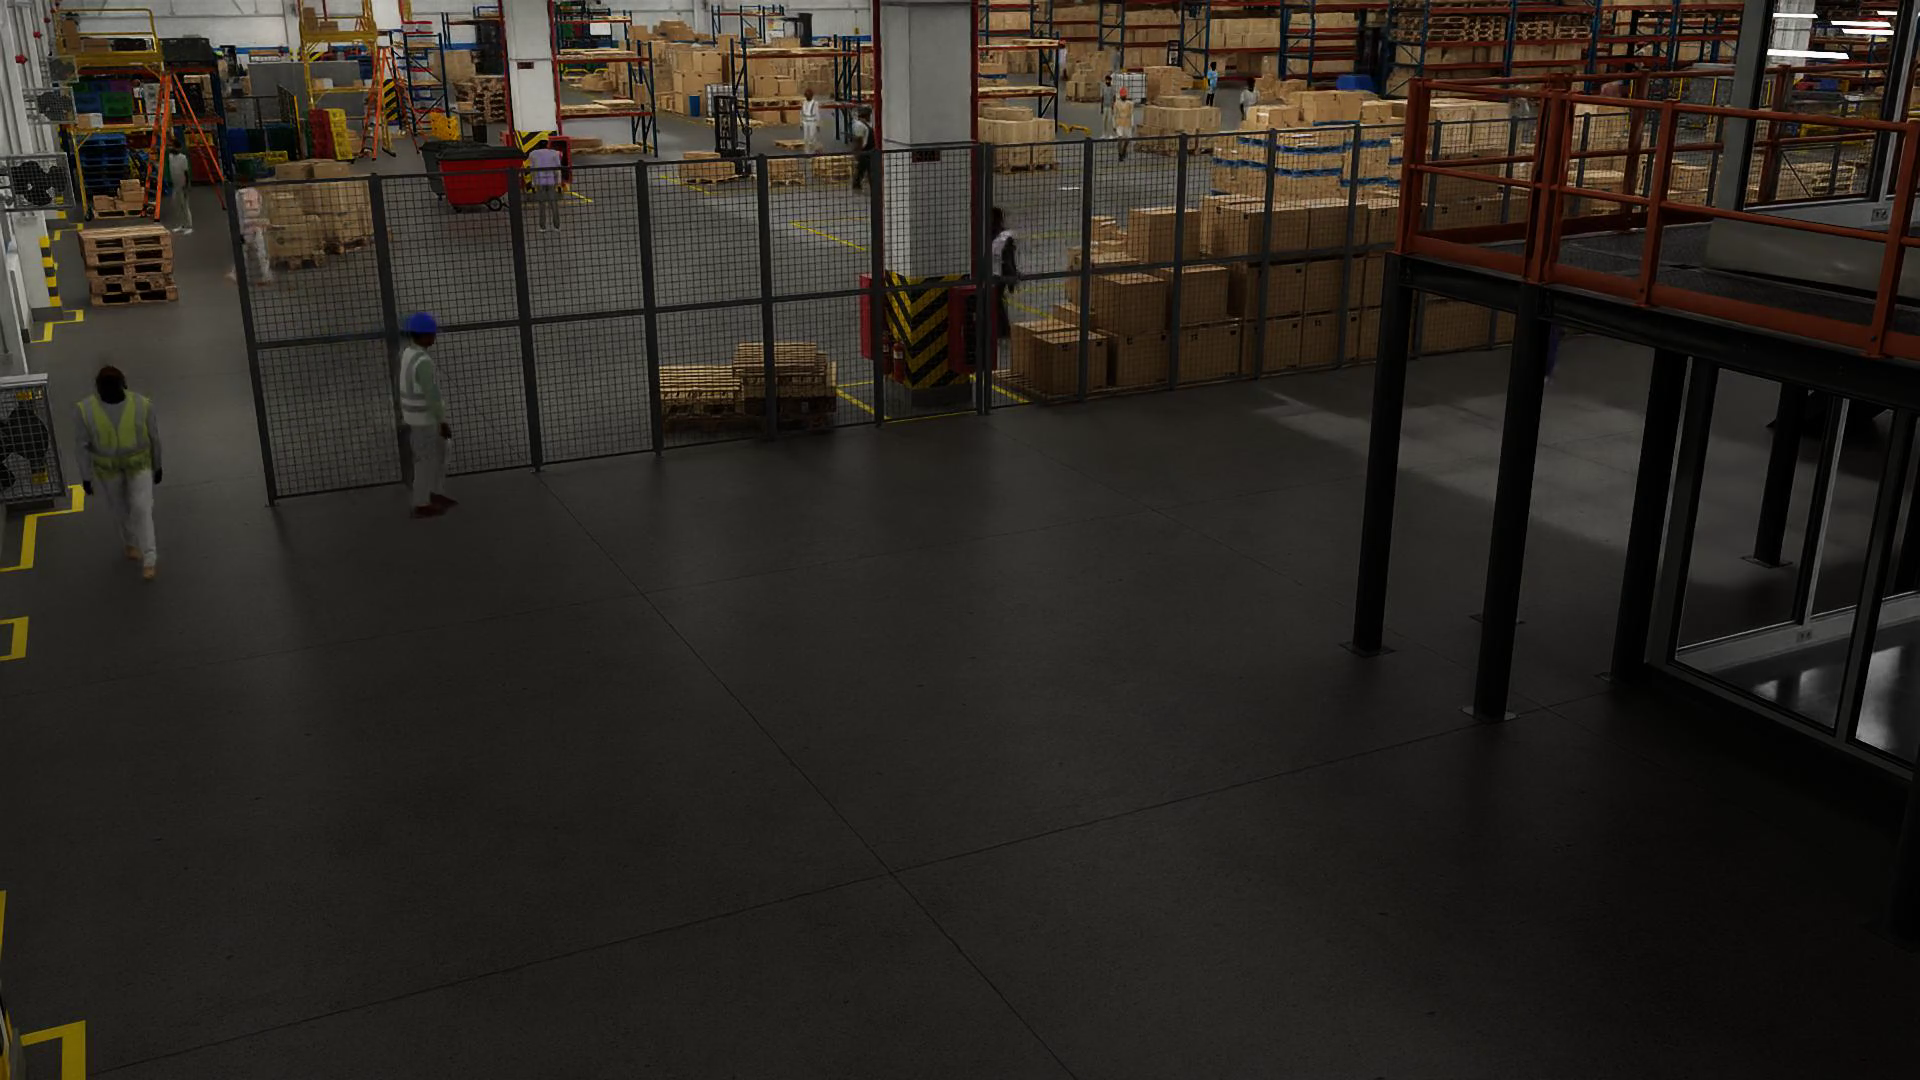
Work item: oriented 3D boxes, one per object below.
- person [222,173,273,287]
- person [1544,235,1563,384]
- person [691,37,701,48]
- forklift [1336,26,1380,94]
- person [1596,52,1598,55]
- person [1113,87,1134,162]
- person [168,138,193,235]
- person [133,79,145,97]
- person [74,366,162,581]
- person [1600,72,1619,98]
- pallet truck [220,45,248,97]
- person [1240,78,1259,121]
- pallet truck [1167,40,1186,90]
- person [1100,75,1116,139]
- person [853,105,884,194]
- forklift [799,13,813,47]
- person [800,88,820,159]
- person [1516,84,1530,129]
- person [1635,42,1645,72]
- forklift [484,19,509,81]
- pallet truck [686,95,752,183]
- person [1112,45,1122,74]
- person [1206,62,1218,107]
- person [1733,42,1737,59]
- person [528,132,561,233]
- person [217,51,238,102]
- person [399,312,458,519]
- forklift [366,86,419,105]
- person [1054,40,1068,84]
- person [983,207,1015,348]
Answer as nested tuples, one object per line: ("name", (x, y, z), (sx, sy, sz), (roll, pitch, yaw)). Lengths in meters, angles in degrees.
("person", (-11.531, -4.989, 26.762), (0.931, 1.796, 0.660), (8, 21, 22))
("person", (7.225, -2.840, 20.390), (0.462, 1.903, 0.591), (-11, 22, -28))
("person", (-11.764, -21.493, 74.403), (0.378, 1.937, 0.628), (-18, 26, -41))
("forklift", (15.069, -17.649, 61.831), (1.873, 2.768, 1.129), (-9, 21, -25))
("person", (27.468, -20.822, 72.500), (0.556, 1.902, 0.672), (-14, 24, -36))
("person", (4.321, -10.982, 43.952), (0.581, 1.920, 0.482), (0, 19, 0))
("person", (-14.954, -6.779, 31.907), (0.568, 1.835, 0.384), (9, 21, 23))
("person", (-25.351, -13.404, 51.414), (0.527, 1.630, 0.321), (6, 20, 18))
("person", (-7.092, -0.607, 14.085), (0.630, 1.799, 0.971), (-8, 21, -22))
("person", (20.564, -13.916, 52.713), (0.559, 1.740, 0.555), (3, 19, 7))
("pallet truck", (-28.879, -18.665, 66.111), (0.823, 1.965, 1.885), (-3, 19, -9))
("person", (8.274, -12.201, 47.505), (0.613, 1.909, 0.993), (-6, 20, -17))
("pallet truck", (9.045, -19.971, 69.895), (0.823, 1.965, 1.885), (-3, 19, -8))
("person", (4.428, -12.932, 49.708), (0.507, 1.860, 0.323), (14, 24, 35))
("person", (-2.025, -8.807, 37.467), (1.003, 2.000, 0.698), (5, 20, 15))
("forklift", (-7.324, -23.728, 79.453), (1.873, 2.768, 1.129), (-9, 21, -25))
("person", (-4.023, -11.098, 44.362), (0.624, 1.871, 0.423), (12, 22, 31))
("person", (17.781, -13.800, 52.556), (0.512, 1.627, 0.420), (-8, 20, -21))
("person", (28.129, -19.675, 68.967), (0.375, 2.044, 0.604), (9, 21, 24))
("forklift", (-19.457, -20.362, 69.696), (1.129, 2.768, 1.873), (14, 23, 35))
("pallet truck", (-5.836, -9.608, 39.856), (0.823, 1.965, 1.885), (10, 22, 27))
("person", (6.547, -19.474, 68.621), (1.003, 1.882, 0.651), (1, 19, 3))
("person", (9.056, -16.305, 59.720), (0.322, 1.697, 0.530), (17, 25, 41))
("person", (37.012, -22.990, 78.919), (0.493, 1.813, 0.620), (-9, 21, -24))
("person", (-8.009, -6.907, 32.154), (0.584, 1.918, 0.404), (-6, 20, -17))
("person", (-27.893, -17.556, 63.052), (0.617, 1.884, 0.926), (4, 19, 11))
("person", (-4.915, -1.151, 15.455), (0.592, 1.924, 0.615), (-9, 21, -24))
("forklift", (-21.269, -17.717, 62.029), (1.129, 2.768, 1.873), (6, 20, 16))
("person", (4.440, -20.797, 72.476), (0.562, 1.885, 1.013), (-10, 22, -27))
("person", (0.452, -3.518, 22.352), (0.595, 1.899, 0.587), (-10, 21, -26))
